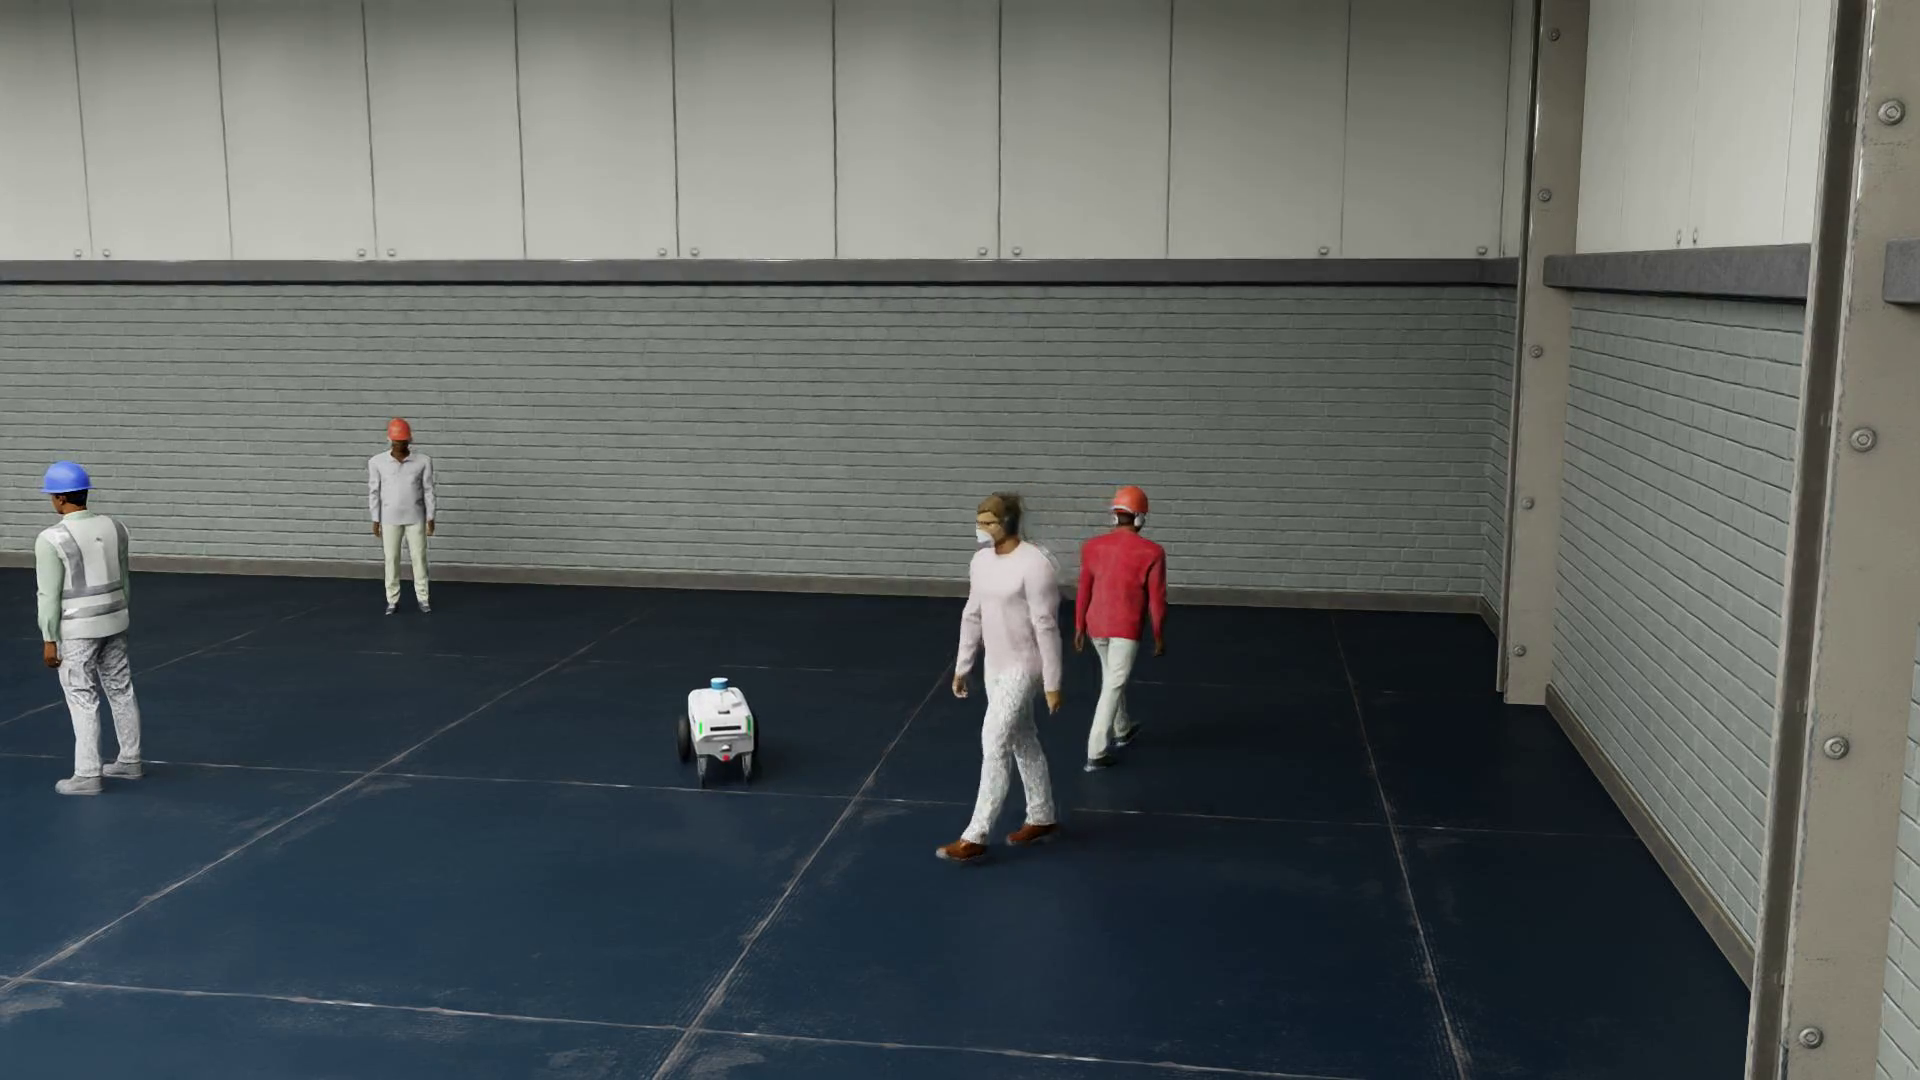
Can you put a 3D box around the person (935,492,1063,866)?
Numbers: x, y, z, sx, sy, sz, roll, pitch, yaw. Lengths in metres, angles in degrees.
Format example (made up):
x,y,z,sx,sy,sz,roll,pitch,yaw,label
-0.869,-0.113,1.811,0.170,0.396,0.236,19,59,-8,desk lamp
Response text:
x,y,z,sx,sy,sz,roll,pitch,yaw,label
0.149,0.705,8.553,0.916,1.899,0.658,-5,11,-30,person

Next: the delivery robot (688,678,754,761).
x,y,z,sx,sy,sz,roll,pitch,yaw,label
-1.458,1.082,10.105,0.477,0.478,0.707,-2,10,-13,delivery robot

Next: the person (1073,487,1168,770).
x,y,z,sx,sy,sz,roll,pitch,yaw,label
1.010,0.525,10.310,0.570,1.694,0.864,8,12,39,person

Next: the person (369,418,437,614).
x,y,z,sx,sy,sz,roll,pitch,yaw,label
-4.917,-0.210,14.707,0.565,1.743,0.354,-3,10,-17,person

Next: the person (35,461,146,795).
x,y,z,sx,sy,sz,roll,pitch,yaw,label
-5.098,0.506,9.700,0.420,1.940,0.604,3,10,18,person
